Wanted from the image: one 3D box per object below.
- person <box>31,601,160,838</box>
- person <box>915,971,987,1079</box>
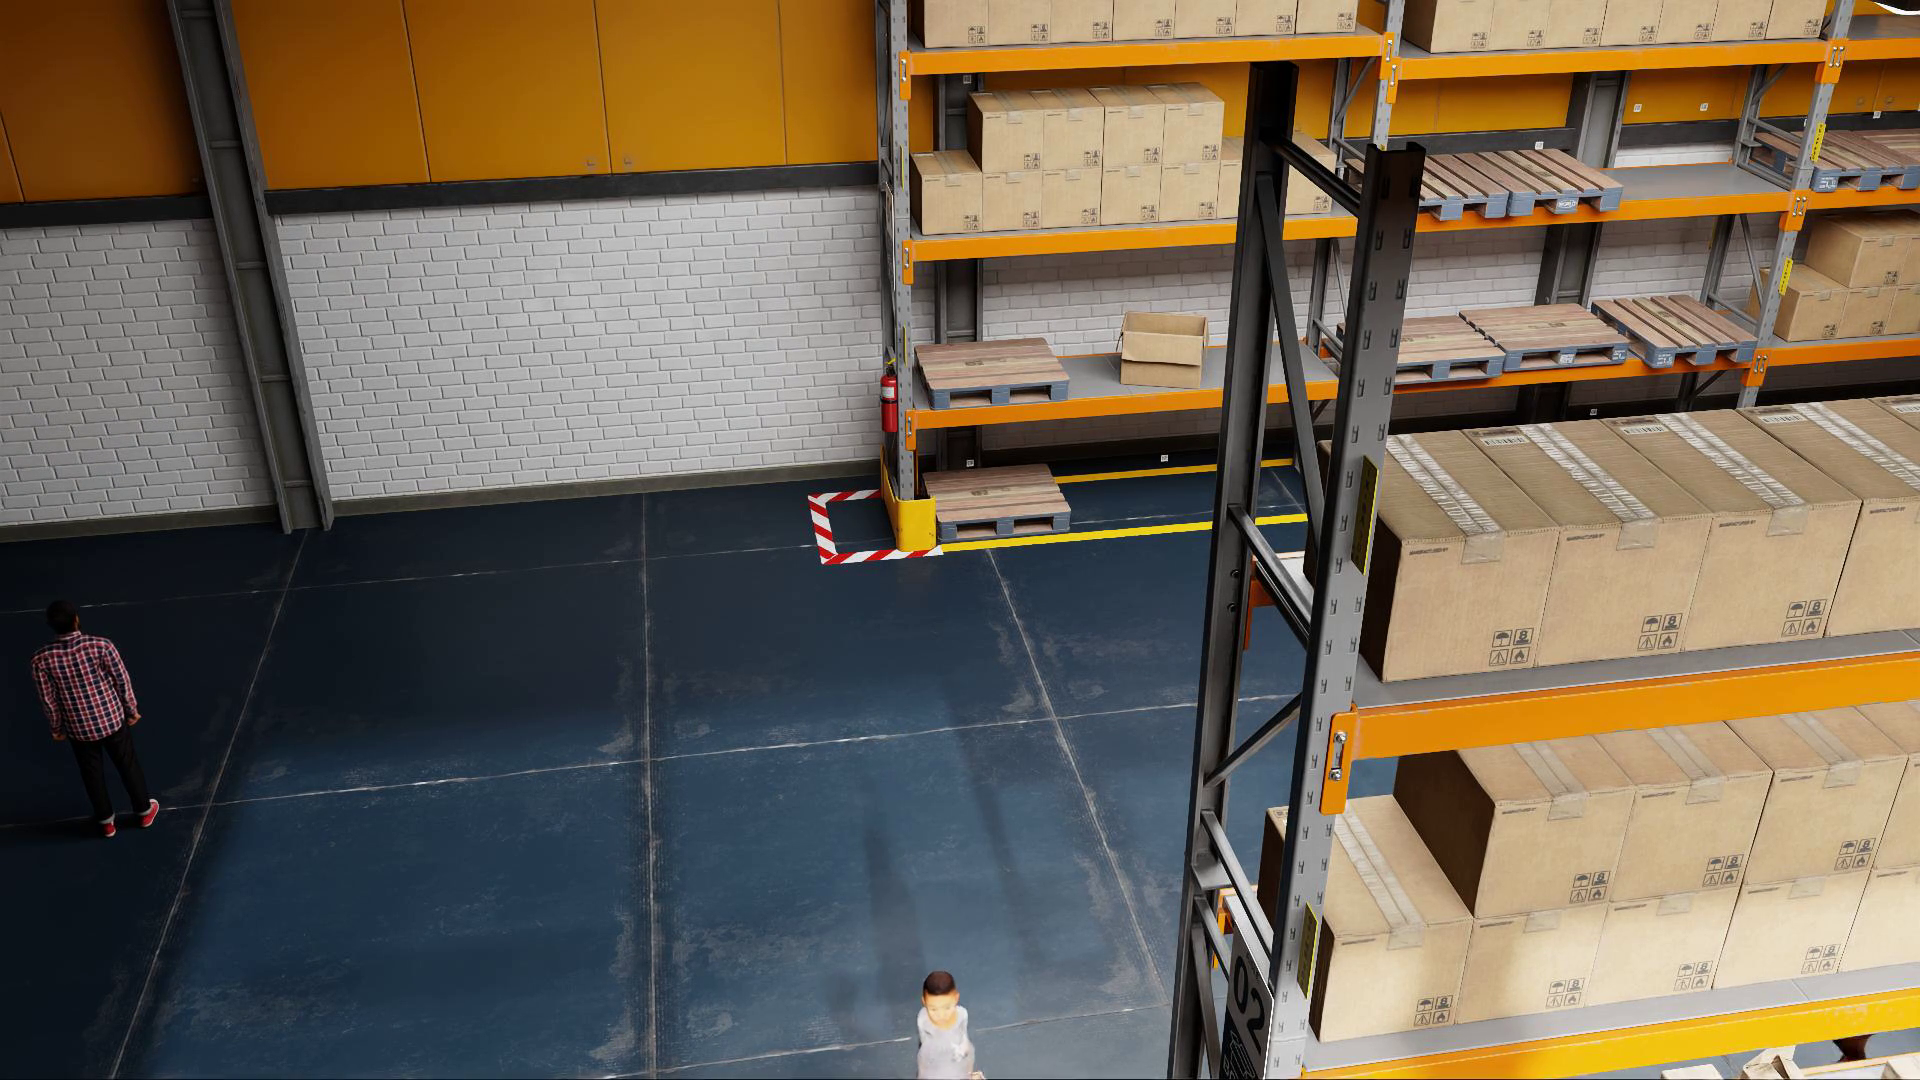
[{"bbox_3d":[-5.675,1.162,10.898,0.631,1.760,0.813,-13,31,-23],"label":"person"},{"bbox_3d":[-0.092,2.683,8.439,0.670,1.444,0.646,-6,29,-10],"label":"person"}]
